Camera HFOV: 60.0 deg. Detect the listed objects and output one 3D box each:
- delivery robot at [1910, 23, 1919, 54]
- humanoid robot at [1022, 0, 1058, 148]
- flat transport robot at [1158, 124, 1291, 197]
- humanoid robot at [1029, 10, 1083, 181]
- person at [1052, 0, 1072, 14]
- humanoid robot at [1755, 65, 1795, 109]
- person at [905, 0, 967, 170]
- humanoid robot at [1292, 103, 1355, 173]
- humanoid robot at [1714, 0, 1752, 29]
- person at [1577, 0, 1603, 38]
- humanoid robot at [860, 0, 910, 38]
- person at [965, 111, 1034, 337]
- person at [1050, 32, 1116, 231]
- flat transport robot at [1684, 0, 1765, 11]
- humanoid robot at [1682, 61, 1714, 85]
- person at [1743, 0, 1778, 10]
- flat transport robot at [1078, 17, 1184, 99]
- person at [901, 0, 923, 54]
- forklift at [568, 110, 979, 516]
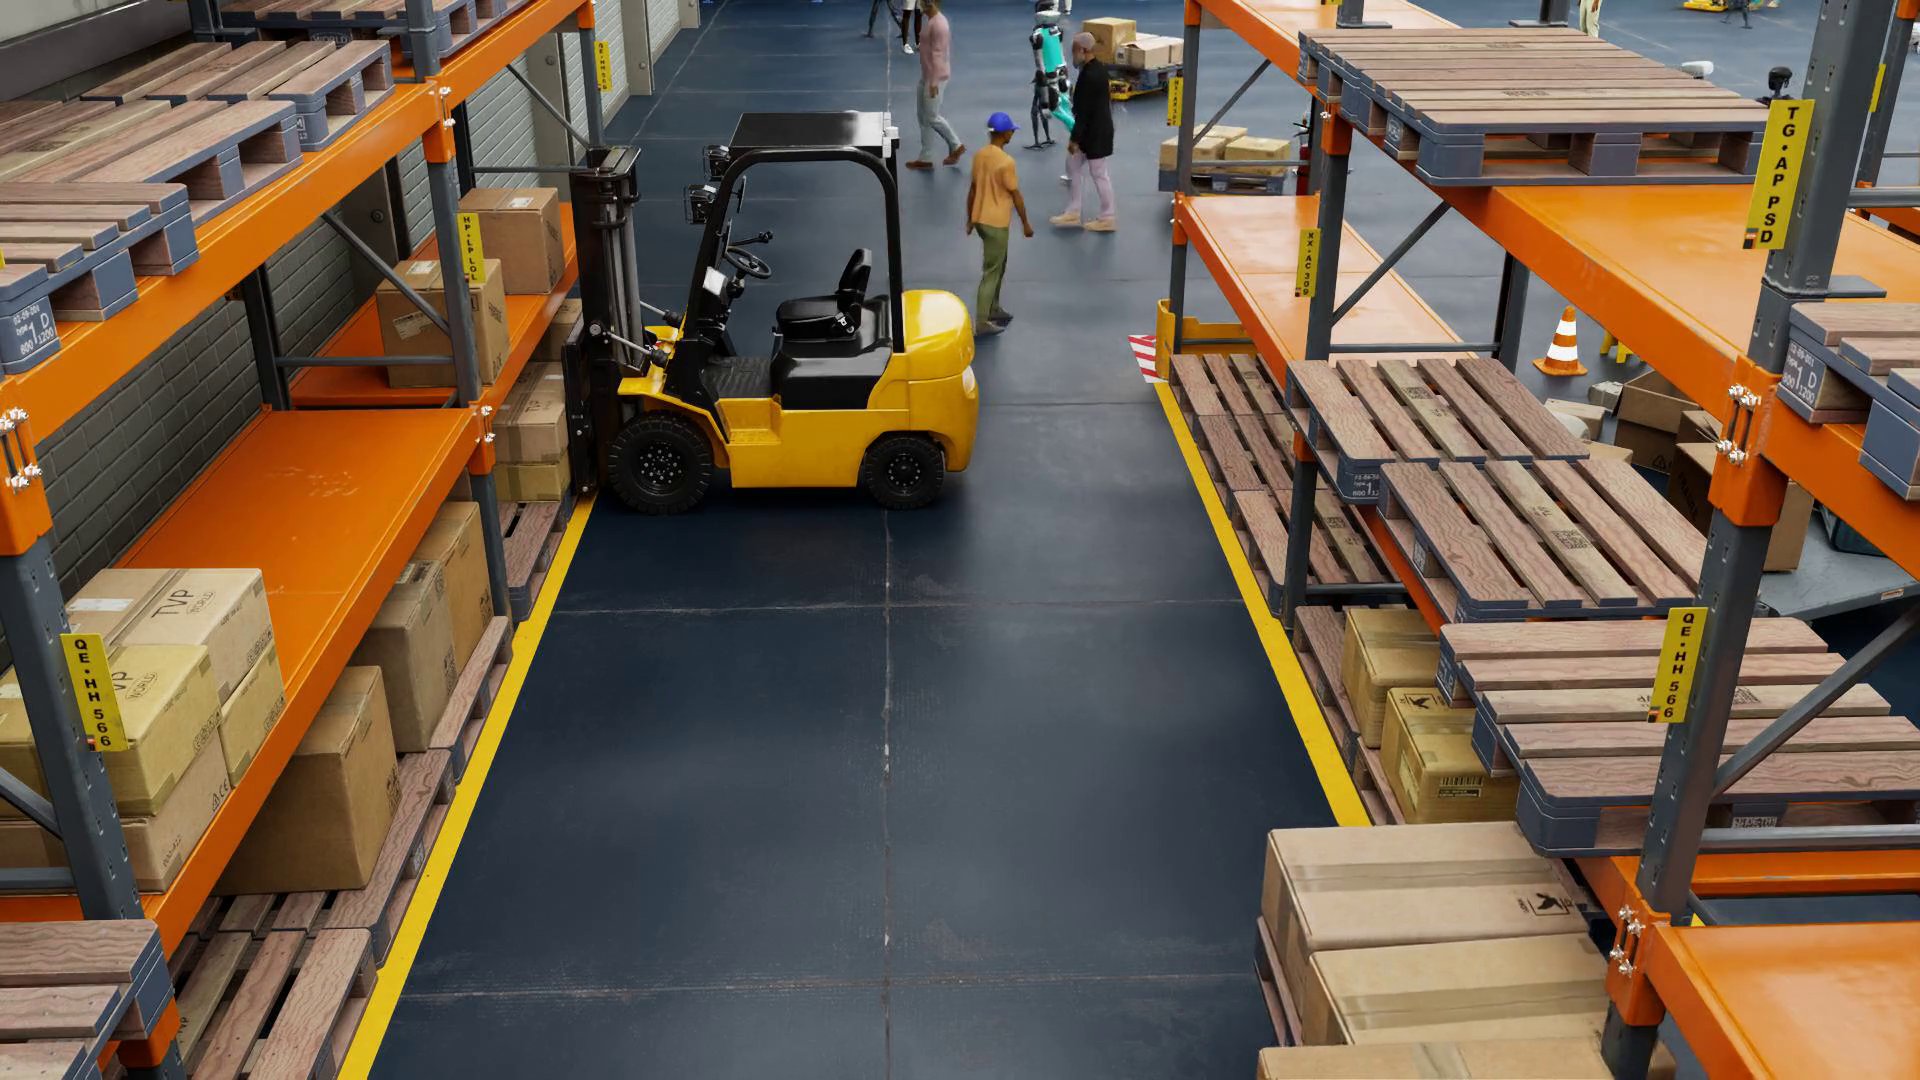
[{"bbox_3d":[14.703,-7.710,25.300,0.802,0.598,0.499,-15,29,-29],"label":"delivery robot"},{"bbox_3d":[0.930,-5.306,18.879,0.359,1.649,0.609,2,25,3],"label":"humanoid robot"},{"bbox_3d":[2.646,-3.470,16.651,0.659,0.231,1.431,6,26,13],"label":"flat transport robot"},{"bbox_3d":[1.131,-4.497,17.200,0.803,1.837,0.545,15,29,28],"label":"humanoid robot"},{"bbox_3d":[1.724,-9.987,28.713,0.563,1.751,0.338,-8,26,-16],"label":"person"},{"bbox_3d":[7.173,-3.438,14.976,0.610,1.630,0.761,-11,27,-21],"label":"humanoid robot"},{"bbox_3d":[-0.241,-4.936,17.858,0.671,1.899,0.690,-7,26,-14],"label":"person"},{"bbox_3d":[3.830,-4.720,17.591,0.875,1.772,0.531,1,25,2],"label":"humanoid robot"},{"bbox_3d":[12.820,-9.259,27.279,0.632,1.640,0.600,15,29,29],"label":"humanoid robot"},{"bbox_3d":[9.003,-7.692,23.696,0.401,1.893,0.518,-2,25,-4],"label":"person"},{"bbox_3d":[-1.198,-8.770,26.288,0.787,1.630,0.610,10,27,21],"label":"humanoid robot"},{"bbox_3d":[0.310,-2.421,12.763,0.639,1.695,0.477,-17,30,-31],"label":"person"},{"bbox_3d":[1.157,-3.766,15.455,0.715,1.828,0.544,-1,25,-1],"label":"person"},{"bbox_3d":[13.633,-9.610,29.654,1.431,0.231,0.659,-16,30,-30],"label":"flat transport robot"},{"bbox_3d":[6.069,-3.277,14.655,0.785,1.888,0.543,18,31,33],"label":"humanoid robot"},{"bbox_3d":[14.307,-10.302,29.275,1.017,1.851,0.527,-18,31,-33],"label":"person"},{"bbox_3d":[2.324,-6.103,22.227,0.659,0.231,1.431,22,33,39],"label":"flat transport robot"},{"bbox_3d":[-0.674,-8.289,24.951,0.544,1.899,0.381,-19,31,-34],"label":"person"},{"bbox_3d":[-1.043,-1.379,9.976,2.313,2.155,1.214,-1,25,-2],"label":"forklift"}]
